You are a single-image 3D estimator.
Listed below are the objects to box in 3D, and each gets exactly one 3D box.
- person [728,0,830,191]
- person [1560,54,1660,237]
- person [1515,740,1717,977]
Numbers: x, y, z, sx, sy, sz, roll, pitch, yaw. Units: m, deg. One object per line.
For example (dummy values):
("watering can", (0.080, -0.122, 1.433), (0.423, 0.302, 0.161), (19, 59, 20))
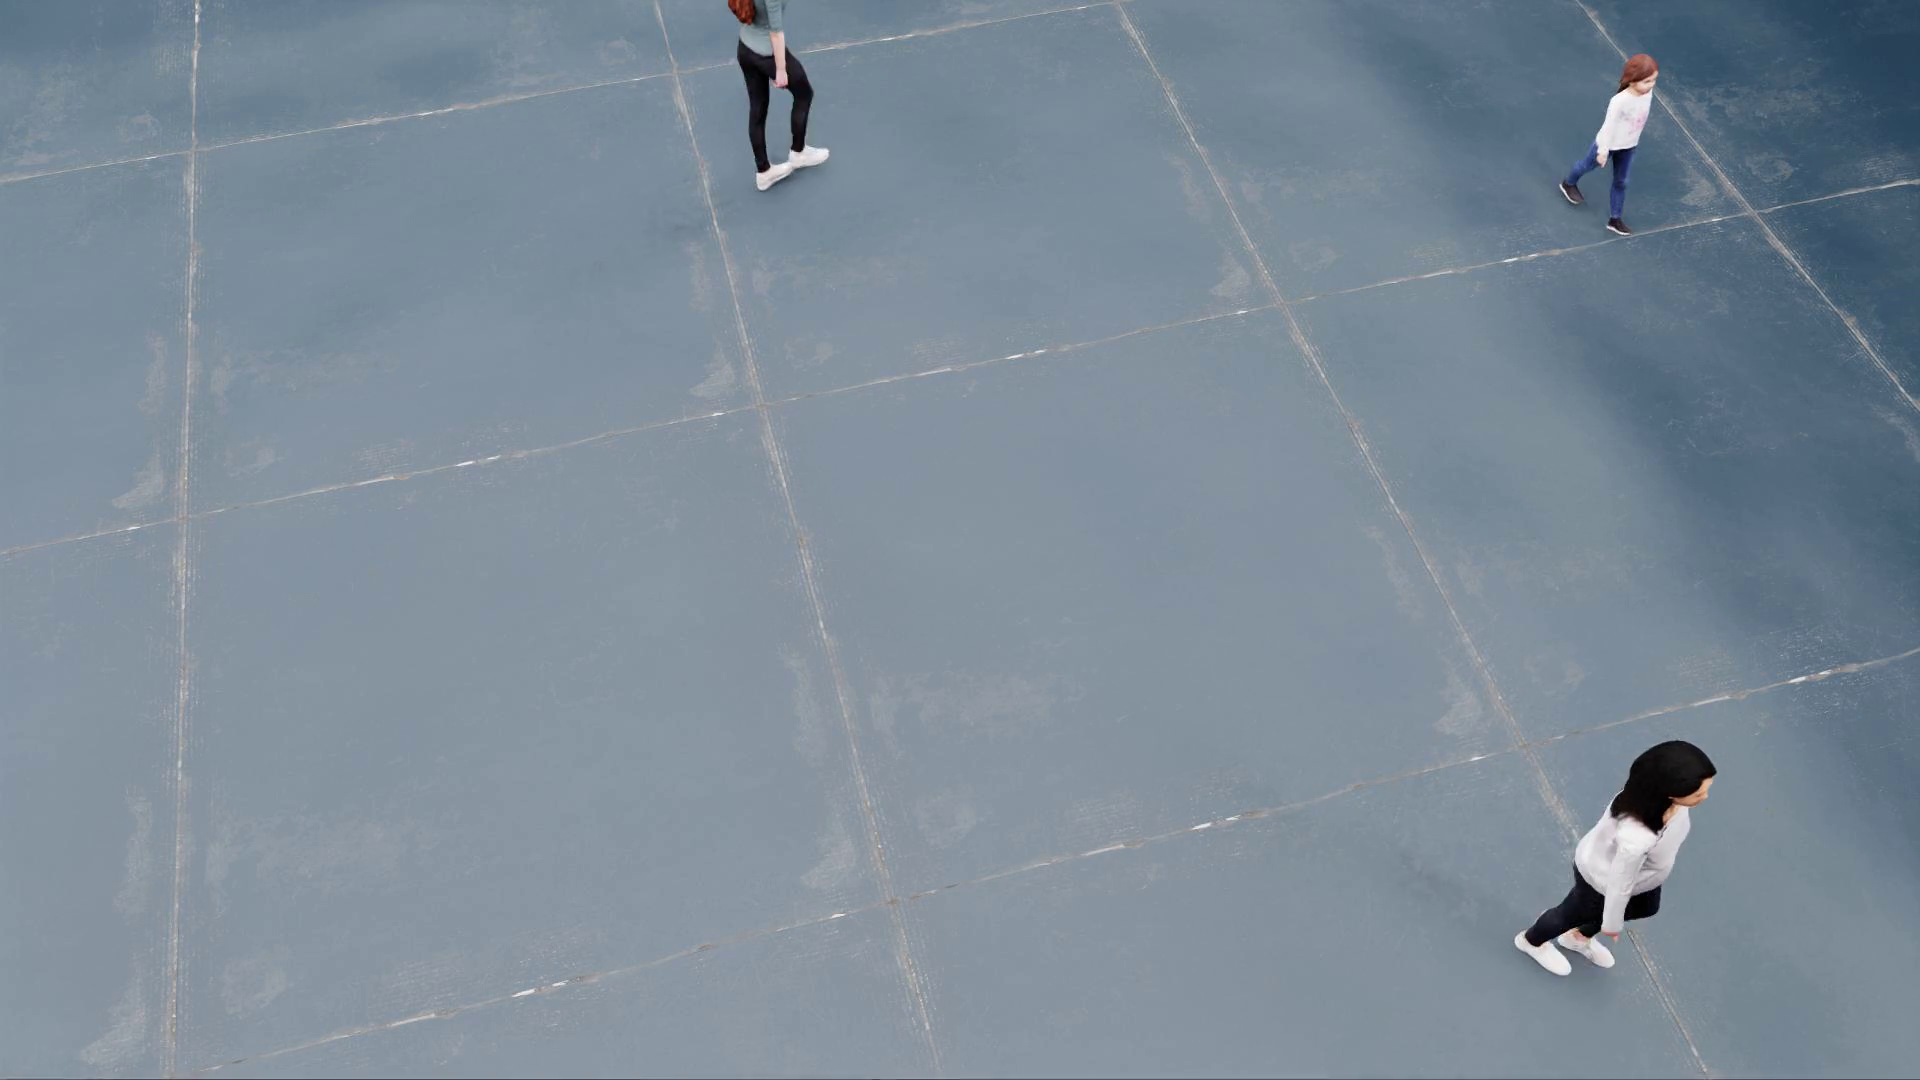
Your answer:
("person", (-1.163, -2.703, 9.398), (0.815, 1.729, 0.780), (-34, 59, -23))
("person", (3.713, -2.314, 9.505), (0.525, 1.084, 0.821), (-19, 55, -14))
("person", (2.441, 1.209, 6.395), (0.809, 1.687, 0.762), (30, 58, 21))
